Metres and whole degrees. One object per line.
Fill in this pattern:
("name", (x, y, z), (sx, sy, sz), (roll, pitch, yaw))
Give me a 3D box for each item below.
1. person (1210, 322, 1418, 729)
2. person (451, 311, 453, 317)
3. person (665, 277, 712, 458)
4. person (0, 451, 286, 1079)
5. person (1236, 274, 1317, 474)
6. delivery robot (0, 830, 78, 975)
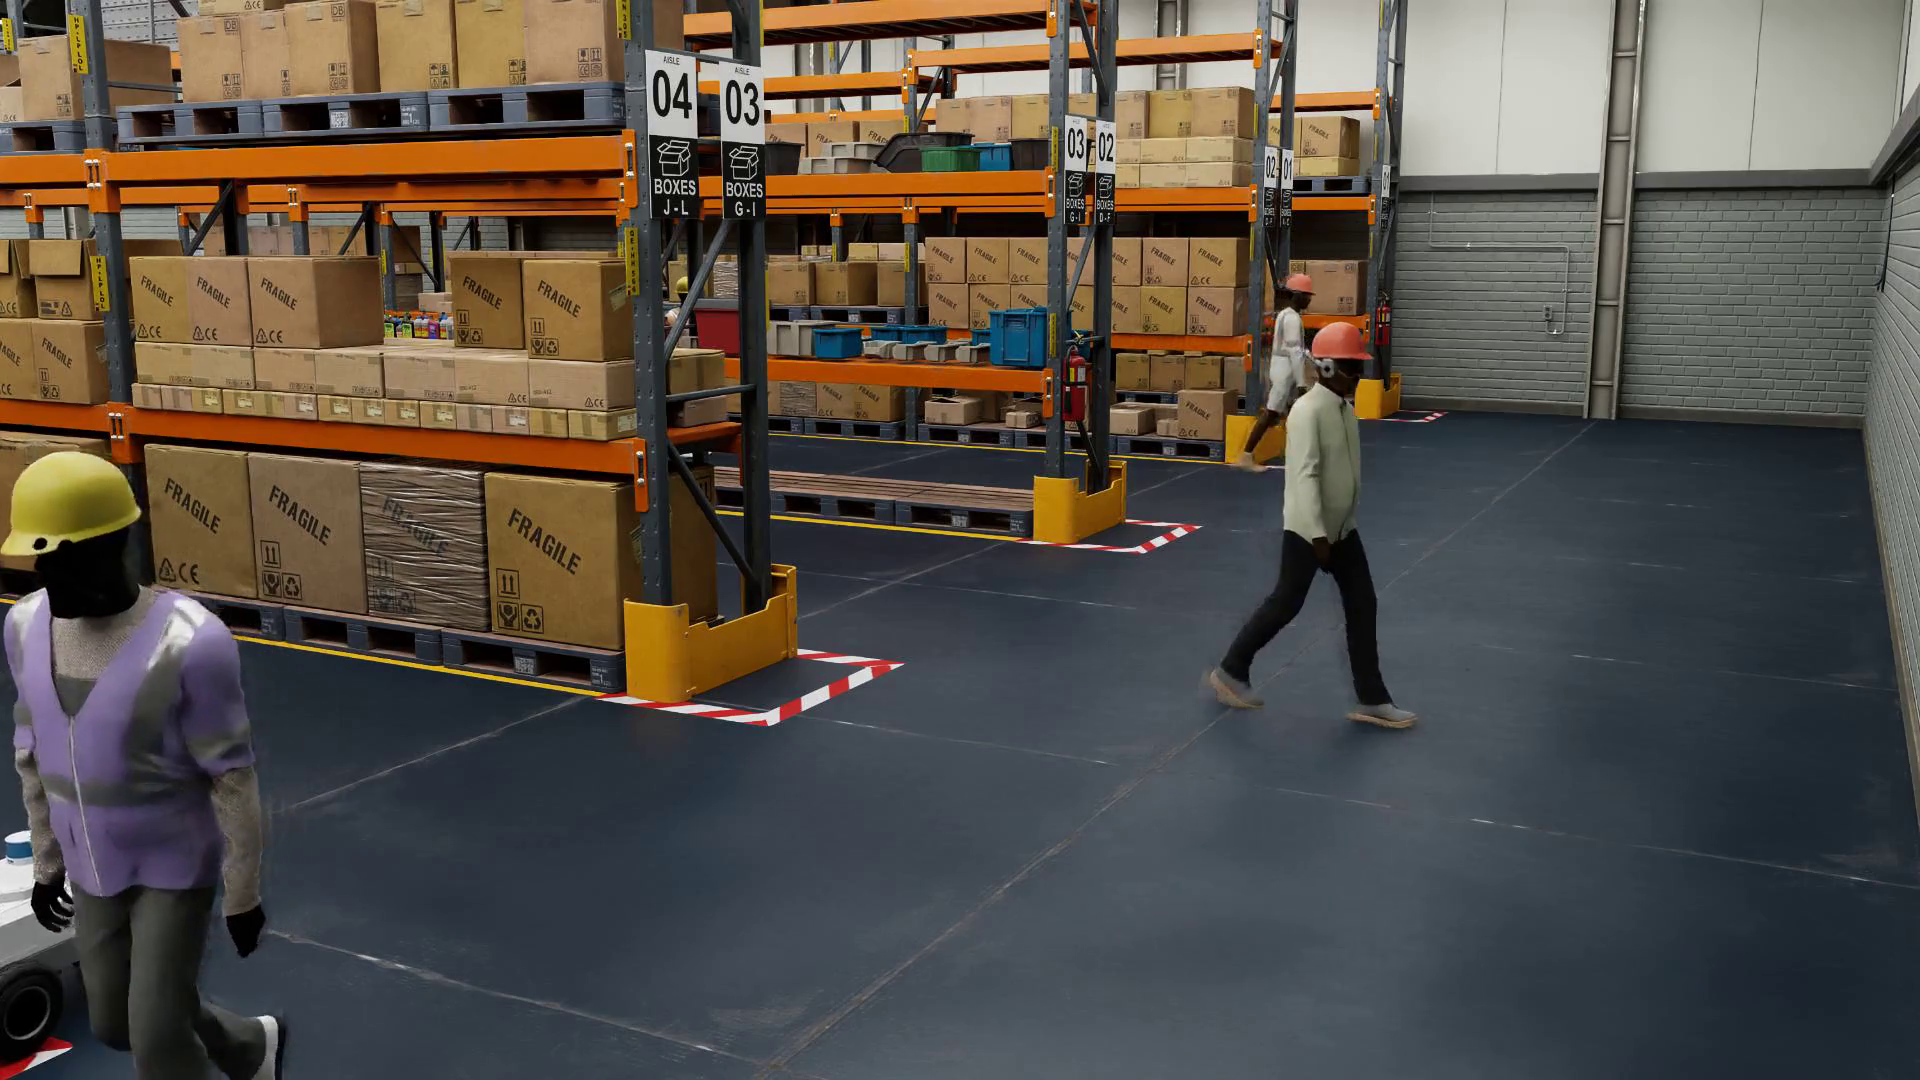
("person", (1.706, -0.083, 8.065), (1.012, 1.953, 0.612), (9, 14, 40))
("person", (-5.310, -1.931, 18.163), (0.378, 1.933, 0.551), (8, 13, 39))
("person", (-2.874, -1.820, 17.617), (0.387, 1.921, 0.586), (6, 12, 31))
("person", (-1.834, 0.706, 3.881), (0.612, 1.904, 0.725), (3, 11, 18))
("person", (3.252, -1.615, 16.357), (1.111, 1.972, 0.645), (1, 10, 6))
("delivery robot", (-2.804, 1.122, 5.026), (0.477, 0.478, 0.707), (4, 11, 22))
